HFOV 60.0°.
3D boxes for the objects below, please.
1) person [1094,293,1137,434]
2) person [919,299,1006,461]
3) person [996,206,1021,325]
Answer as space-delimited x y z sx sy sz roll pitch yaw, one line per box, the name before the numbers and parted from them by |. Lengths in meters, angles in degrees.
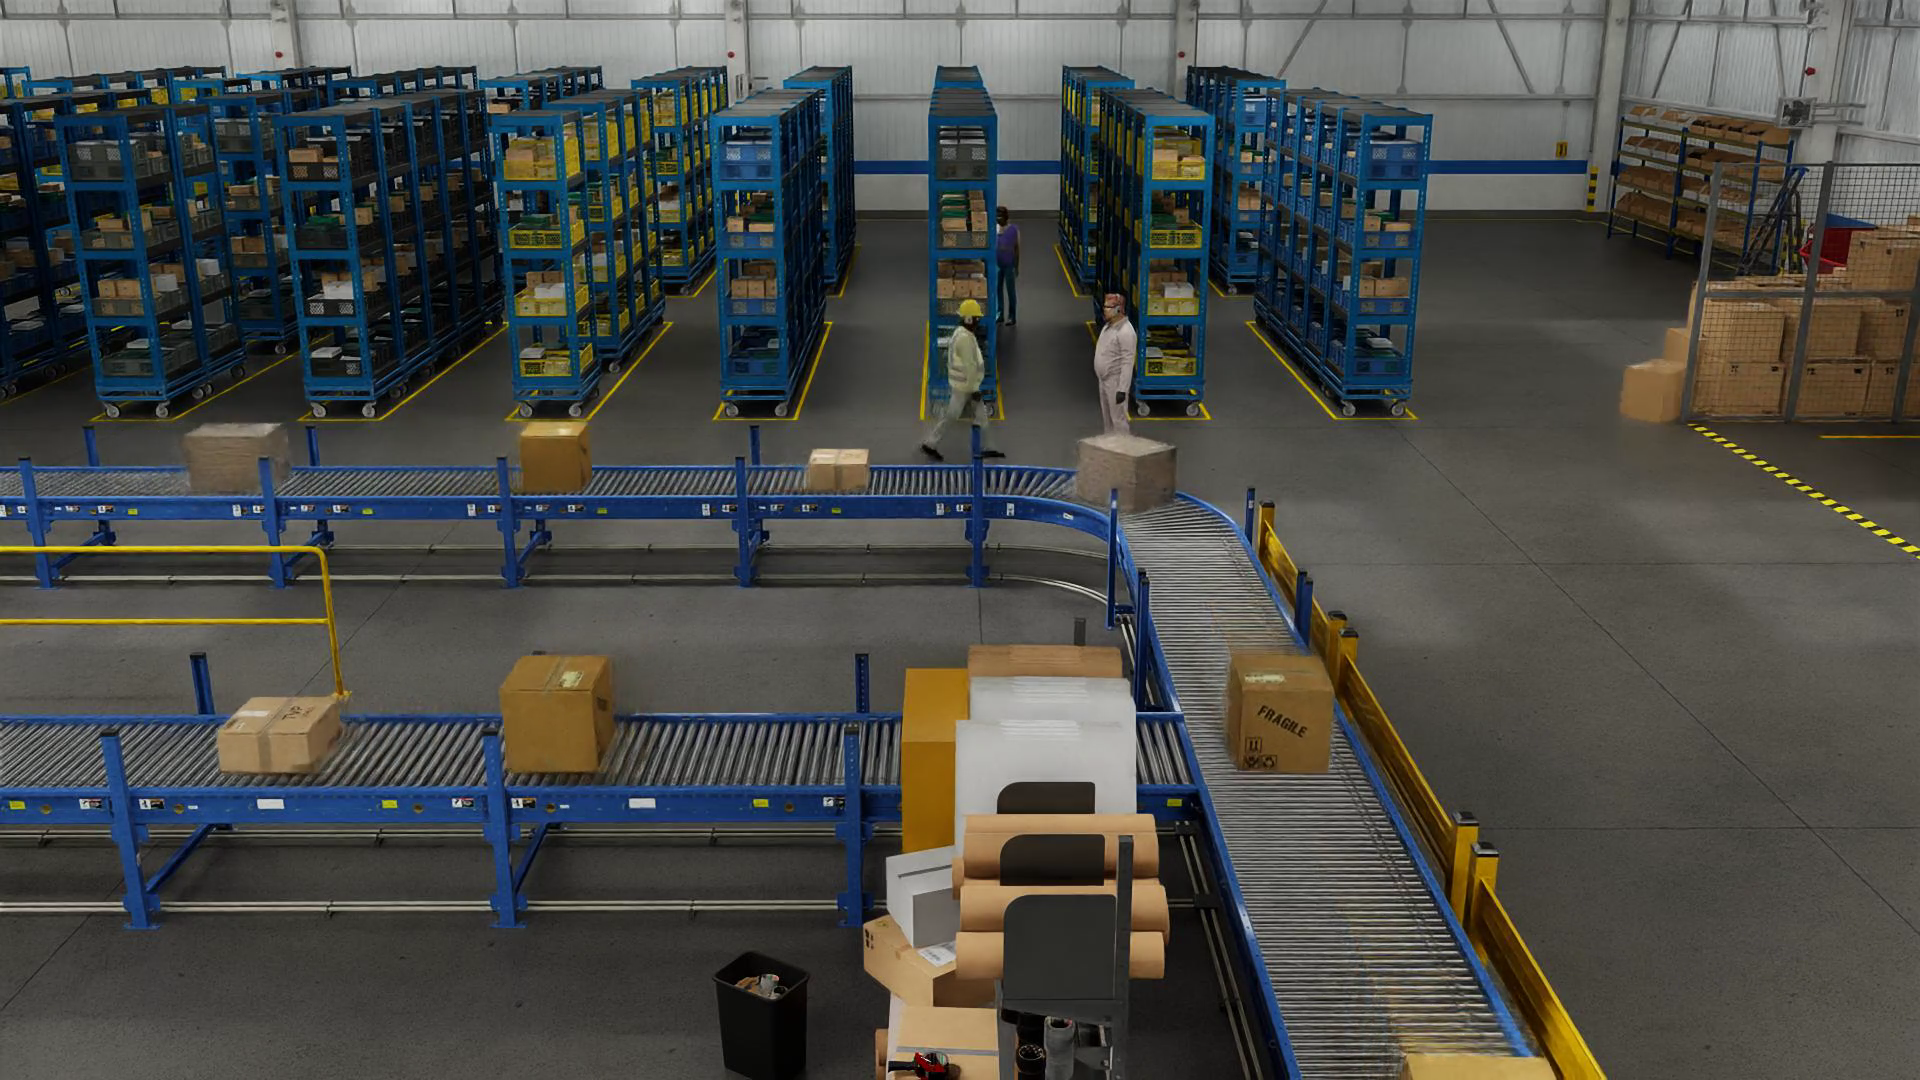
person | 1.623 -1.676 17.720 0.409 1.909 0.640 -5 19 -16
person | 0.001 -1.722 18.075 0.928 1.790 0.600 2 18 6
person | 0.685 -4.267 25.822 0.577 1.831 0.396 11 21 30
